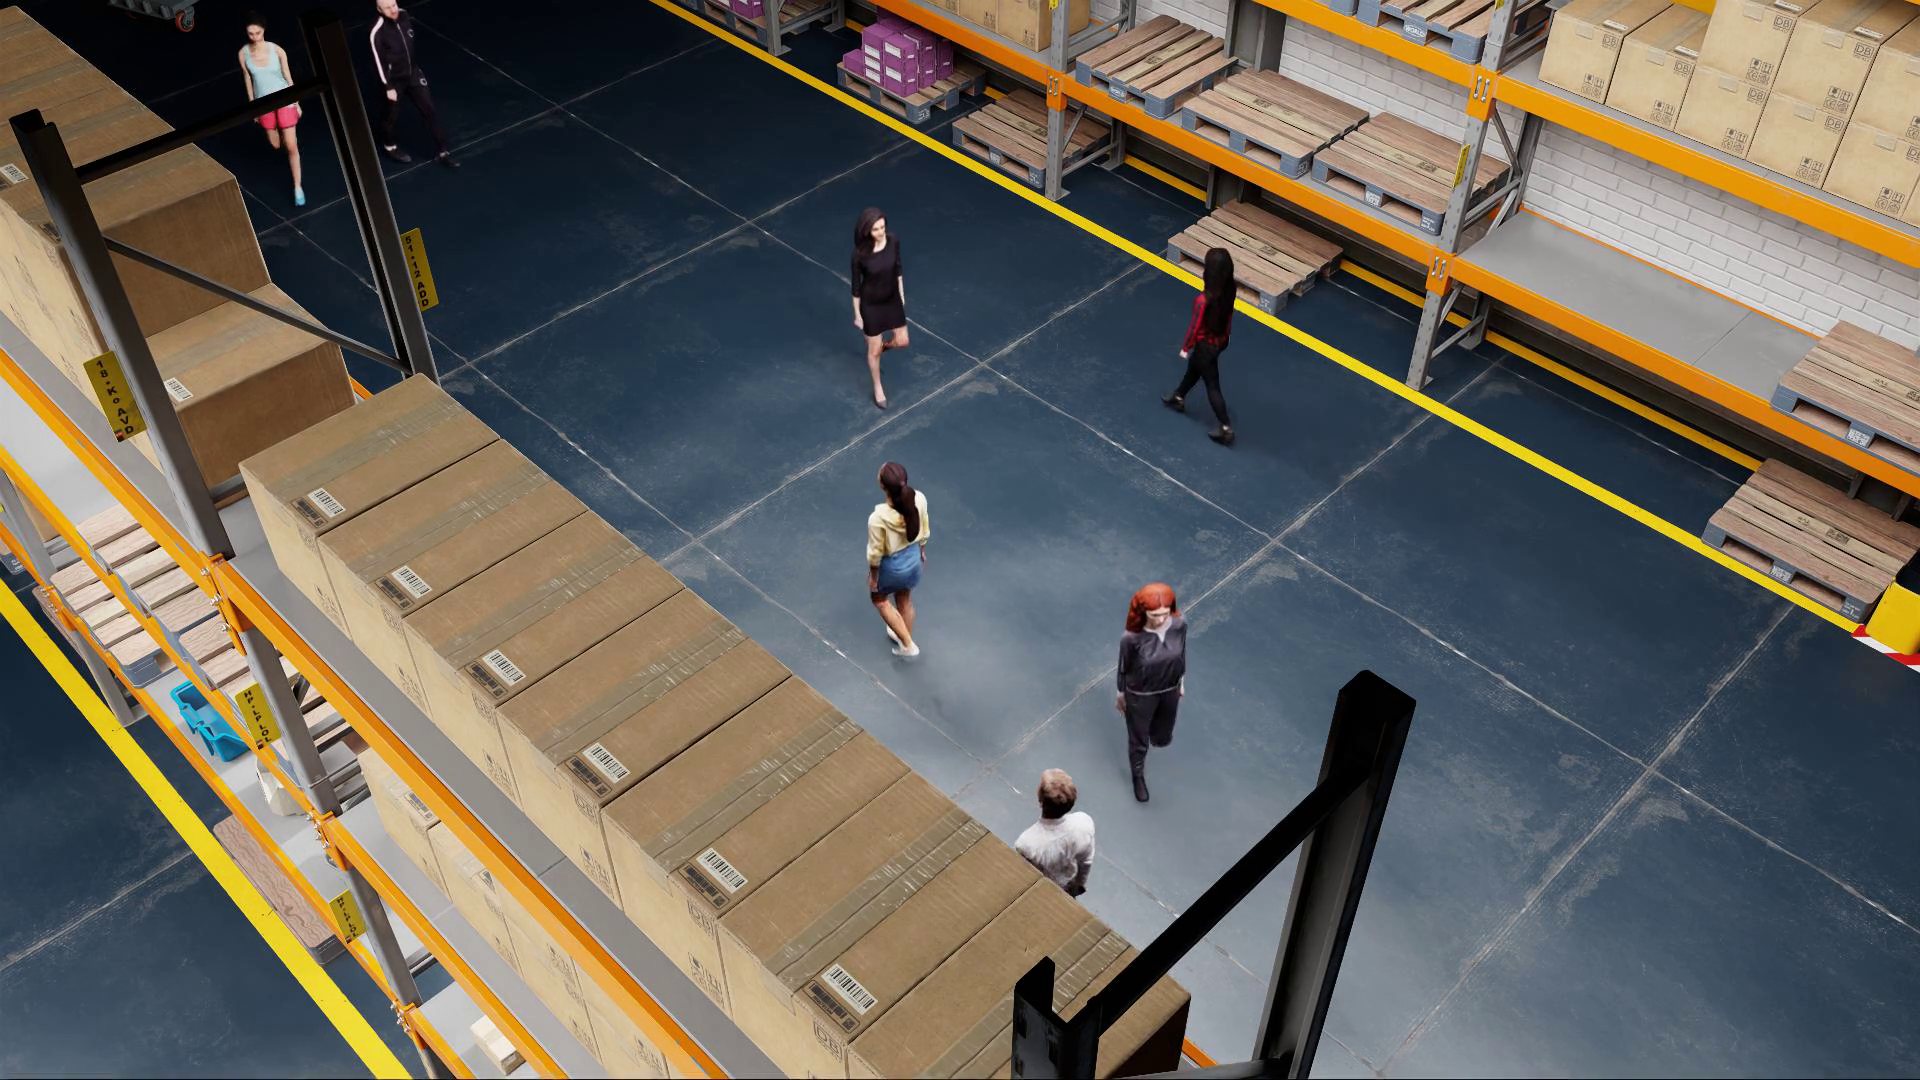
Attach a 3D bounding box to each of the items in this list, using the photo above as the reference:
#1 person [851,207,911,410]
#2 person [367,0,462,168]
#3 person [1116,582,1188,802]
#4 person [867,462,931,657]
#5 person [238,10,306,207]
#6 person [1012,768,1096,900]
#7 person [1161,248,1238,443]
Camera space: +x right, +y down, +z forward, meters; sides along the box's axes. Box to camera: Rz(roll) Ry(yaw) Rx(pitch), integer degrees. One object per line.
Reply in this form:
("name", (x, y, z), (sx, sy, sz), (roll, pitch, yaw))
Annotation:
("person", (-0.659, -1.828, 12.827), (0.692, 1.787, 0.789), (-24, 49, -23))
("person", (-5.254, -4.282, 15.406), (1.185, 1.783, 0.860), (19, 47, 19))
("person", (1.114, 0.852, 10.033), (0.753, 1.761, 0.831), (-13, 45, -13))
("person", (-0.363, 0.199, 10.820), (0.670, 1.620, 0.672), (-30, 51, -28))
("person", (-6.199, -3.967, 15.101), (0.965, 1.747, 1.119), (-6, 44, -7))
("person", (0.493, 1.926, 8.880), (0.768, 1.797, 1.118), (-25, 49, -24))
("person", (1.944, -1.435, 12.538), (0.992, 1.617, 0.658), (30, 51, 28))
